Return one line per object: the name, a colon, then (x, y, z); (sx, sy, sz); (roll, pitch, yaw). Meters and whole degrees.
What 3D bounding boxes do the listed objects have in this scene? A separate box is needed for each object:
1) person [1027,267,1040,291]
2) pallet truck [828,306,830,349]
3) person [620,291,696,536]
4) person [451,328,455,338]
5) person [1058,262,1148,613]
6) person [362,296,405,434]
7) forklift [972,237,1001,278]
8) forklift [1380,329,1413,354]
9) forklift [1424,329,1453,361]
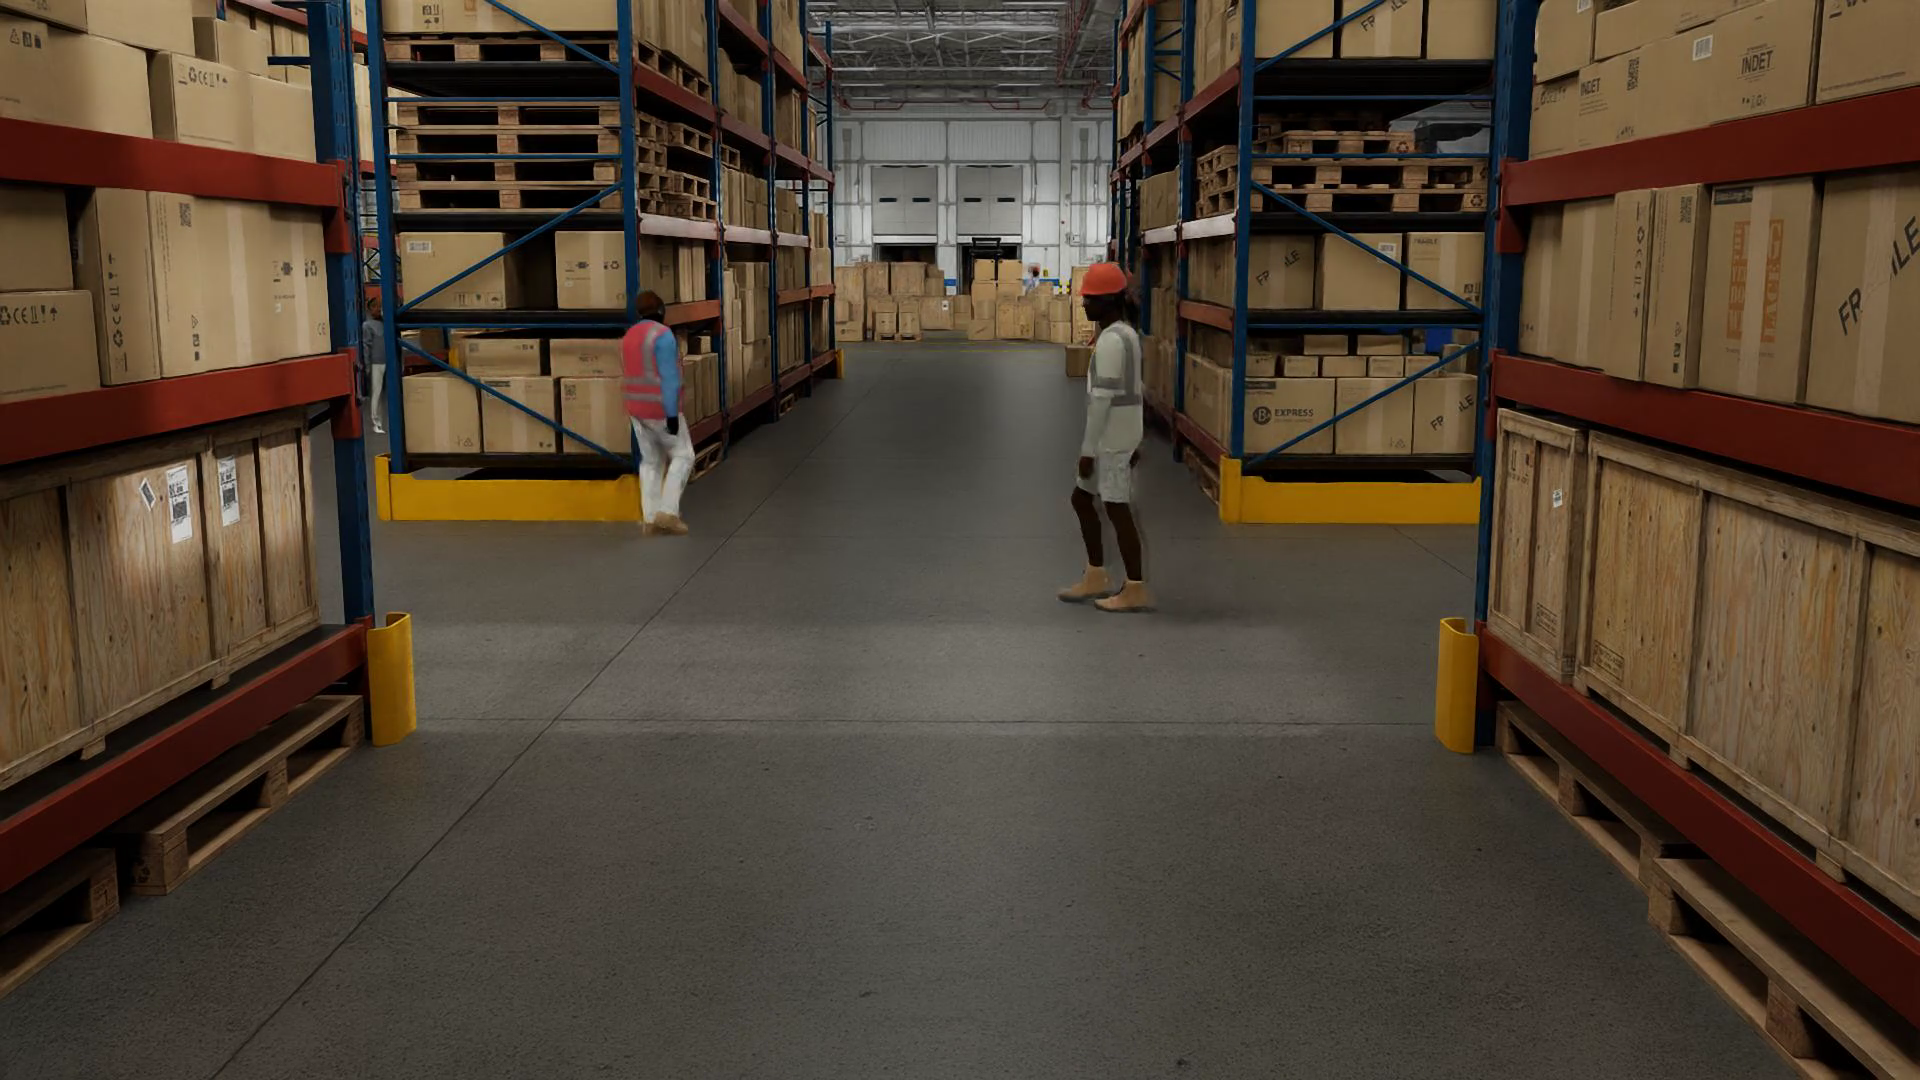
person: (2.517, -8.507, 57.541); (0.998, 1.883, 0.543); (5, 11, 27)
pallet truck: (-3.100, -3.940, 29.800); (1.885, 1.965, 0.823); (3, 10, 19)
person: (-2.237, -0.929, 12.316); (0.458, 1.814, 0.662); (-8, 12, -40)
person: (-11.882, -5.451, 39.487); (0.944, 1.801, 0.558); (-4, 10, -22)
person: (0.797, -0.581, 9.614); (0.716, 2.016, 0.658); (2, 10, 12)
person: (-6.823, -2.069, 19.713); (0.282, 1.625, 0.493); (8, 13, 41)
forklift: (0.842, -8.321, 53.406); (1.129, 2.768, 1.873); (0, 9, 1)
forklift: (6.807, -3.741, 25.968); (1.873, 2.768, 1.129); (0, 9, 1)
forklift: (10.007, -4.741, 31.958); (1.873, 2.768, 1.129); (-5, 11, -28)
